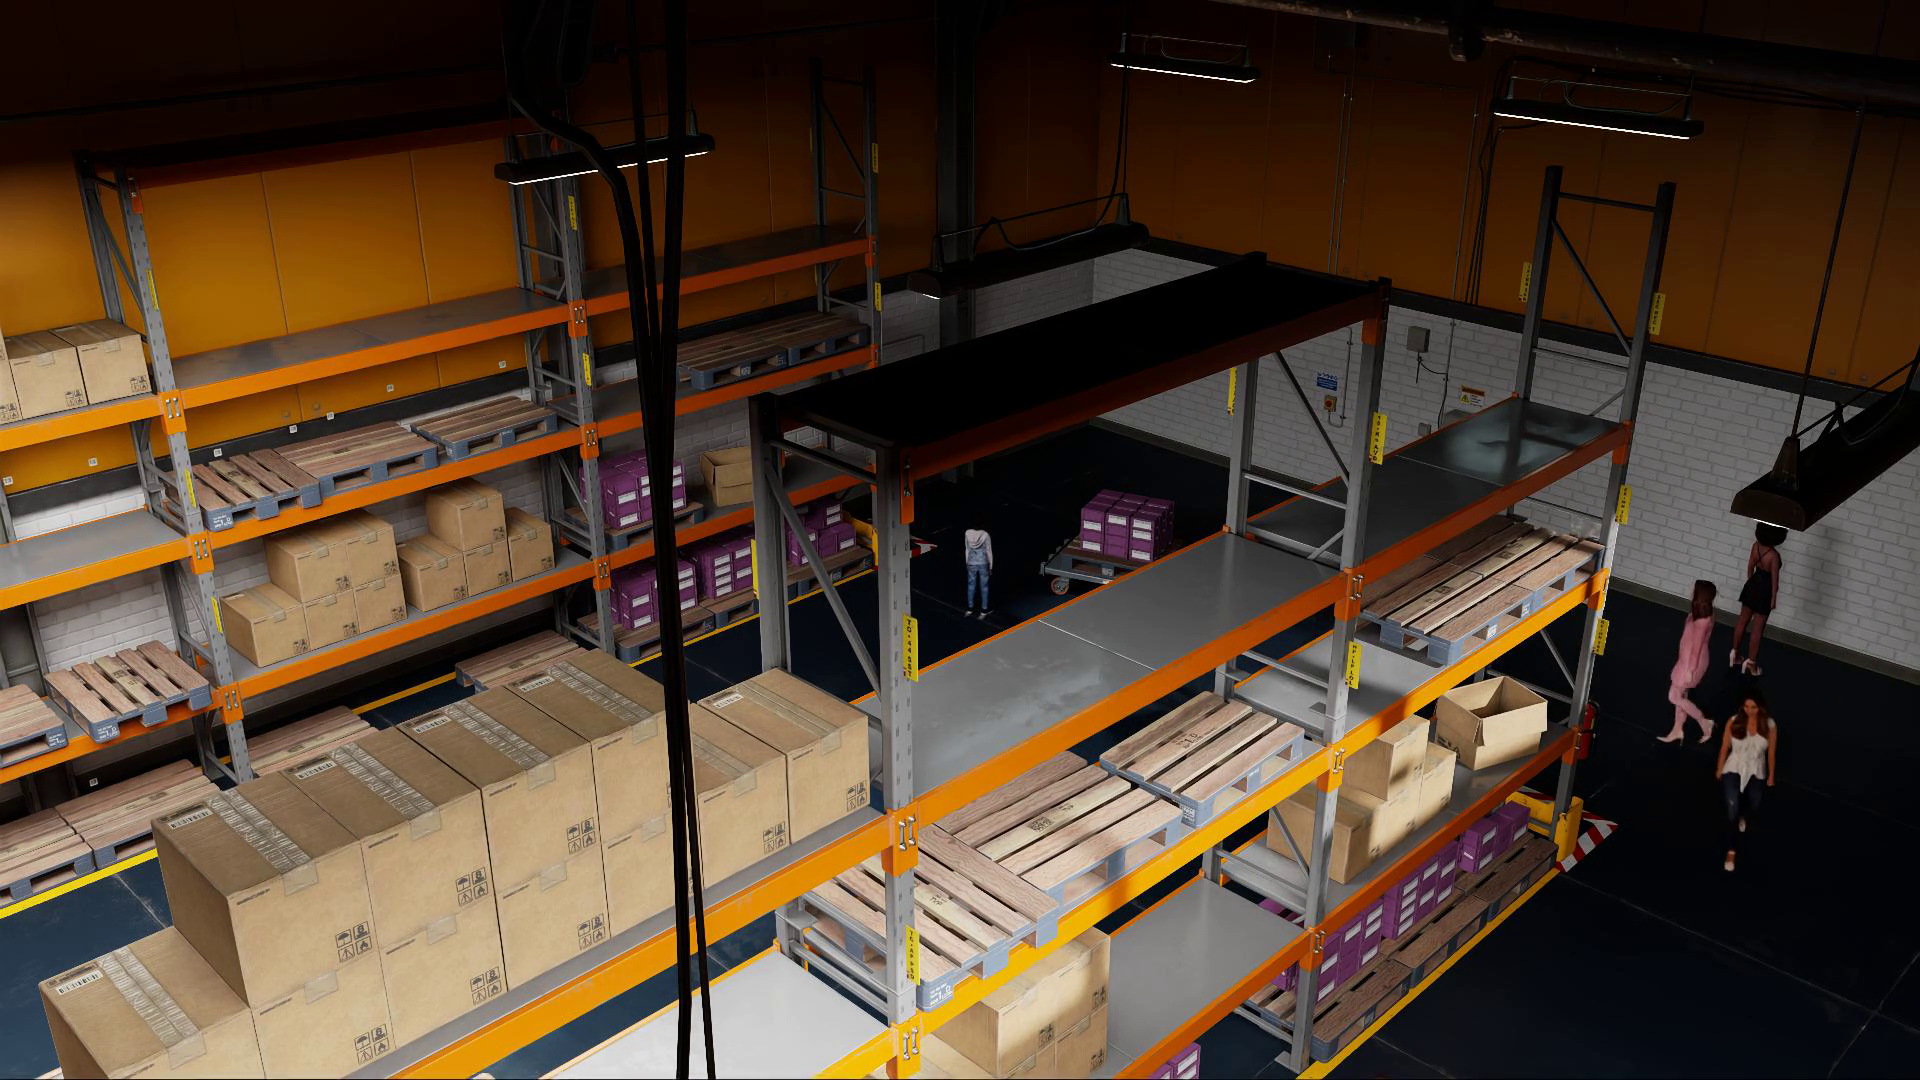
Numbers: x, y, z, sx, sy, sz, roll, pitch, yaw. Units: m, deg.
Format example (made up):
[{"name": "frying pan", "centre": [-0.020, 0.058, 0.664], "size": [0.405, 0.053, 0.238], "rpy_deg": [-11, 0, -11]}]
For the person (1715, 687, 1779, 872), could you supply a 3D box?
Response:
[{"name": "person", "centre": [6.878, 2.006, 14.607], "size": [0.966, 1.745, 1.135], "rpy_deg": [4, 24, 8]}]

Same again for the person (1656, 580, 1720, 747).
[{"name": "person", "centre": [7.250, 1.248, 16.287], "size": [0.842, 1.788, 0.821], "rpy_deg": [10, 26, 22]}]

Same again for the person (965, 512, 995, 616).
[{"name": "person", "centre": [0.212, 0.262, 19.201], "size": [0.555, 1.261, 0.589], "rpy_deg": [9, 25, 19]}]

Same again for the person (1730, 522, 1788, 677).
[{"name": "person", "centre": [8.543, 0.590, 17.792], "size": [0.674, 1.788, 0.652], "rpy_deg": [-7, 25, -15]}]
